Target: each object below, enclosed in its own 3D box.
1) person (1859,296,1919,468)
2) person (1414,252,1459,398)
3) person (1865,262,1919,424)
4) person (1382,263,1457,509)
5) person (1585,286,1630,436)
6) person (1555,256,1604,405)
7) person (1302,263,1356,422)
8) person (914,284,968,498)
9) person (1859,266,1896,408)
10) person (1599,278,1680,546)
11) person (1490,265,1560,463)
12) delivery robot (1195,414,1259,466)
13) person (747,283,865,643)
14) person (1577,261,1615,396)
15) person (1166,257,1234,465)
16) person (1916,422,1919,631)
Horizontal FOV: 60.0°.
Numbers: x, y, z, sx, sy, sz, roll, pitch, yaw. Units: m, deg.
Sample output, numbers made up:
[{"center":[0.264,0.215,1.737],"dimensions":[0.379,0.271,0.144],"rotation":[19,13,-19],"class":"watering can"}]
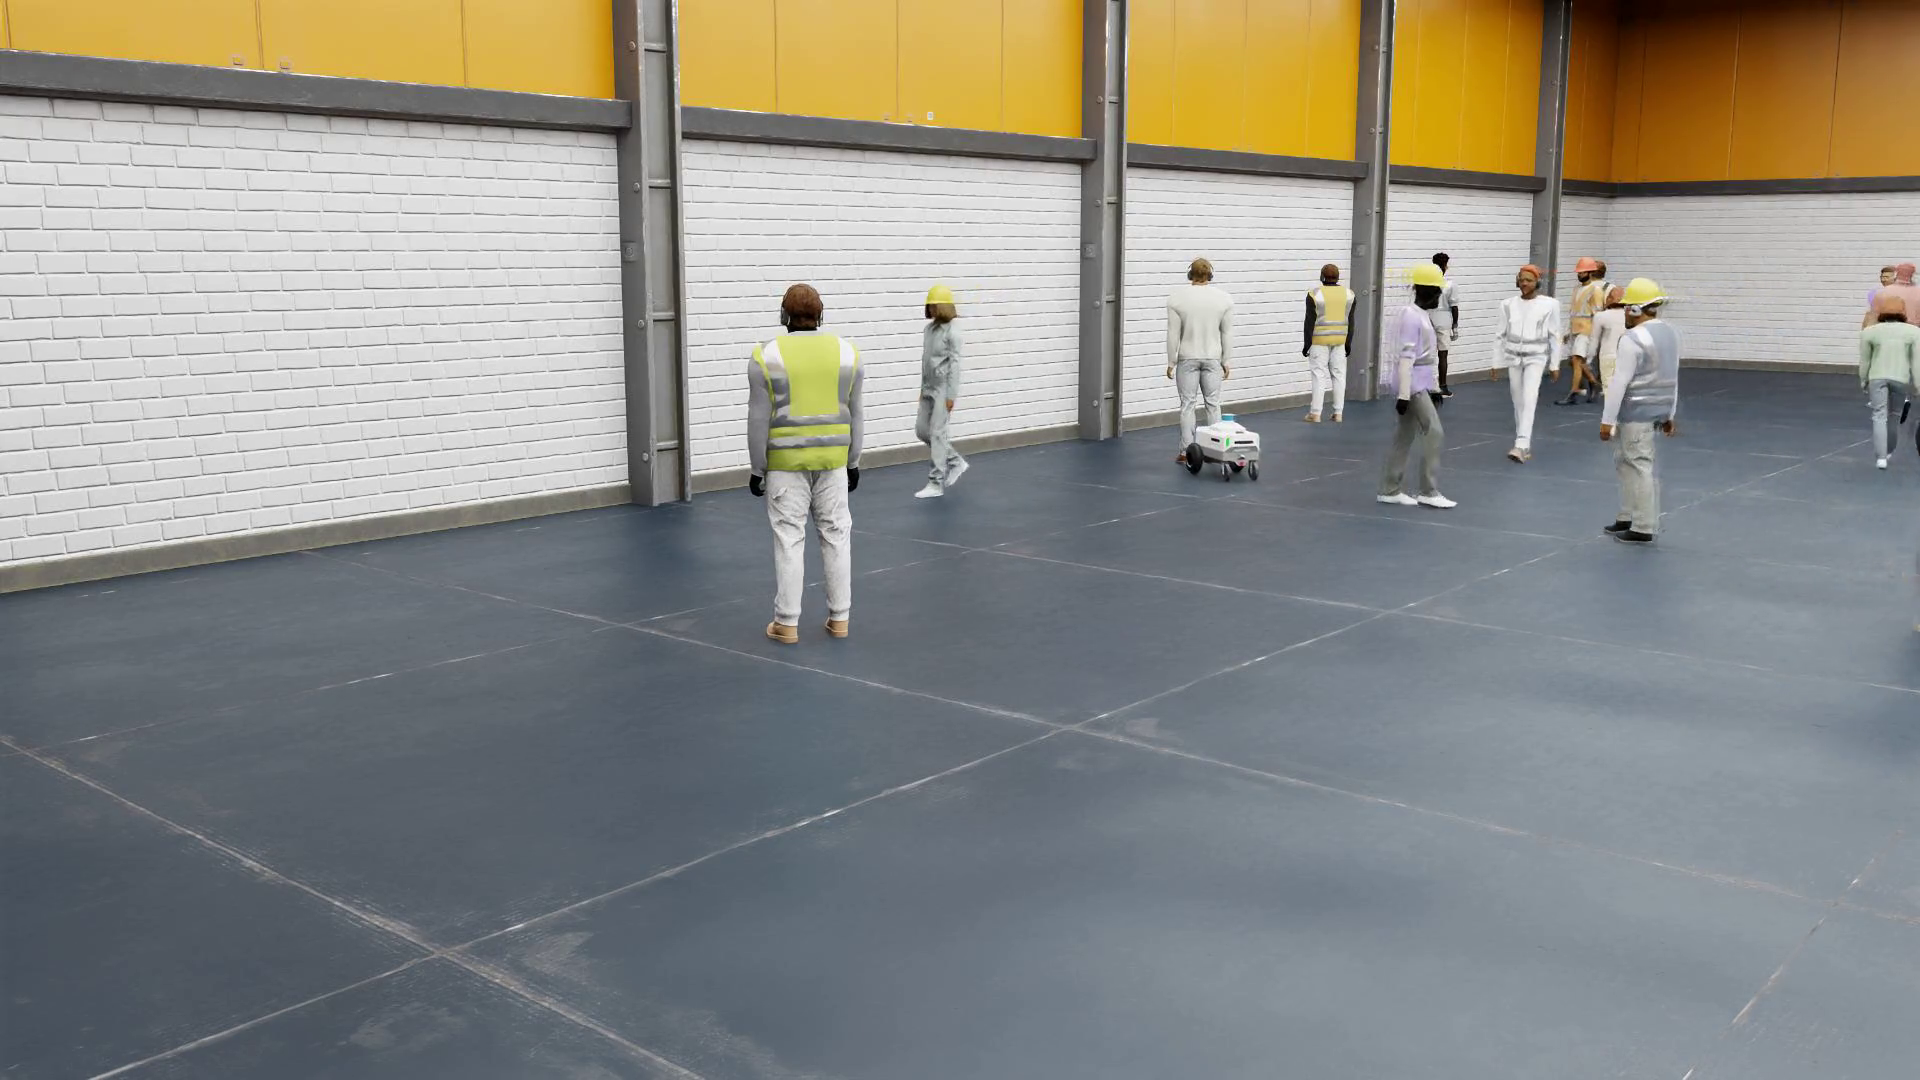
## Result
[{"center":[8.629,-1.473,15.456],"dimensions":[0.511,1.577,0.867],"rotation":[4,11,22],"class":"person"},{"center":[6.465,-2.910,22.558],"dimensions":[0.613,1.964,0.361],"rotation":[7,12,34],"class":"person"},{"center":[10.744,-2.242,19.044],"dimensions":[0.666,1.875,0.793],"rotation":[0,10,1],"class":"person"},{"center":[3.659,-1.191,12.967],"dimensions":[0.723,1.904,0.588],"rotation":[3,10,18],"class":"person"},{"center":[7.088,-1.951,18.111],"dimensions":[0.519,1.606,0.695],"rotation":[0,10,0],"class":"person"},{"center":[8.067,-2.698,21.501],"dimensions":[0.745,1.917,0.575],"rotation":[-2,10,-10],"class":"person"},{"center":[4.278,-2.290,19.388],"dimensions":[0.633,1.842,0.429],"rotation":[-2,10,-14],"class":"person"},{"center":[-0.162,-1.222,13.602],"dimensions":[0.545,1.729,0.526],"rotation":[-6,12,-31],"class":"person"},{"center":[11.900,-2.605,21.317],"dimensions":[0.899,1.810,0.594],"rotation":[-7,12,-33],"class":"person"},{"center":[4.574,-0.874,11.384],"dimensions":[0.626,1.812,0.572],"rotation":[-8,13,-40],"class":"person"},{"center":[5.281,-1.649,15.695],"dimensions":[0.605,1.850,0.869],"rotation":[8,13,39],"class":"person"},{"center":[2.362,-0.874,14.719],"dimensions":[0.477,0.478,0.707],"rotation":[-3,10,-16],"class":"delivery robot"},{"center":[-0.800,-0.389,8.567],"dimensions":[0.622,1.844,0.429],"rotation":[-4,11,-22],"class":"person"},{"center":[8.725,-2.901,22.852],"dimensions":[0.515,1.845,0.333],"rotation":[1,10,8],"class":"person"},{"center":[2.224,-1.660,15.520],"dimensions":[0.629,1.940,0.376],"rotation":[0,10,-1],"class":"person"},{"center":[5.237,-0.484,8.536],"dimensions":[0.688,2.000,0.539],"rotation":[-4,11,-21],"class":"person"}]
